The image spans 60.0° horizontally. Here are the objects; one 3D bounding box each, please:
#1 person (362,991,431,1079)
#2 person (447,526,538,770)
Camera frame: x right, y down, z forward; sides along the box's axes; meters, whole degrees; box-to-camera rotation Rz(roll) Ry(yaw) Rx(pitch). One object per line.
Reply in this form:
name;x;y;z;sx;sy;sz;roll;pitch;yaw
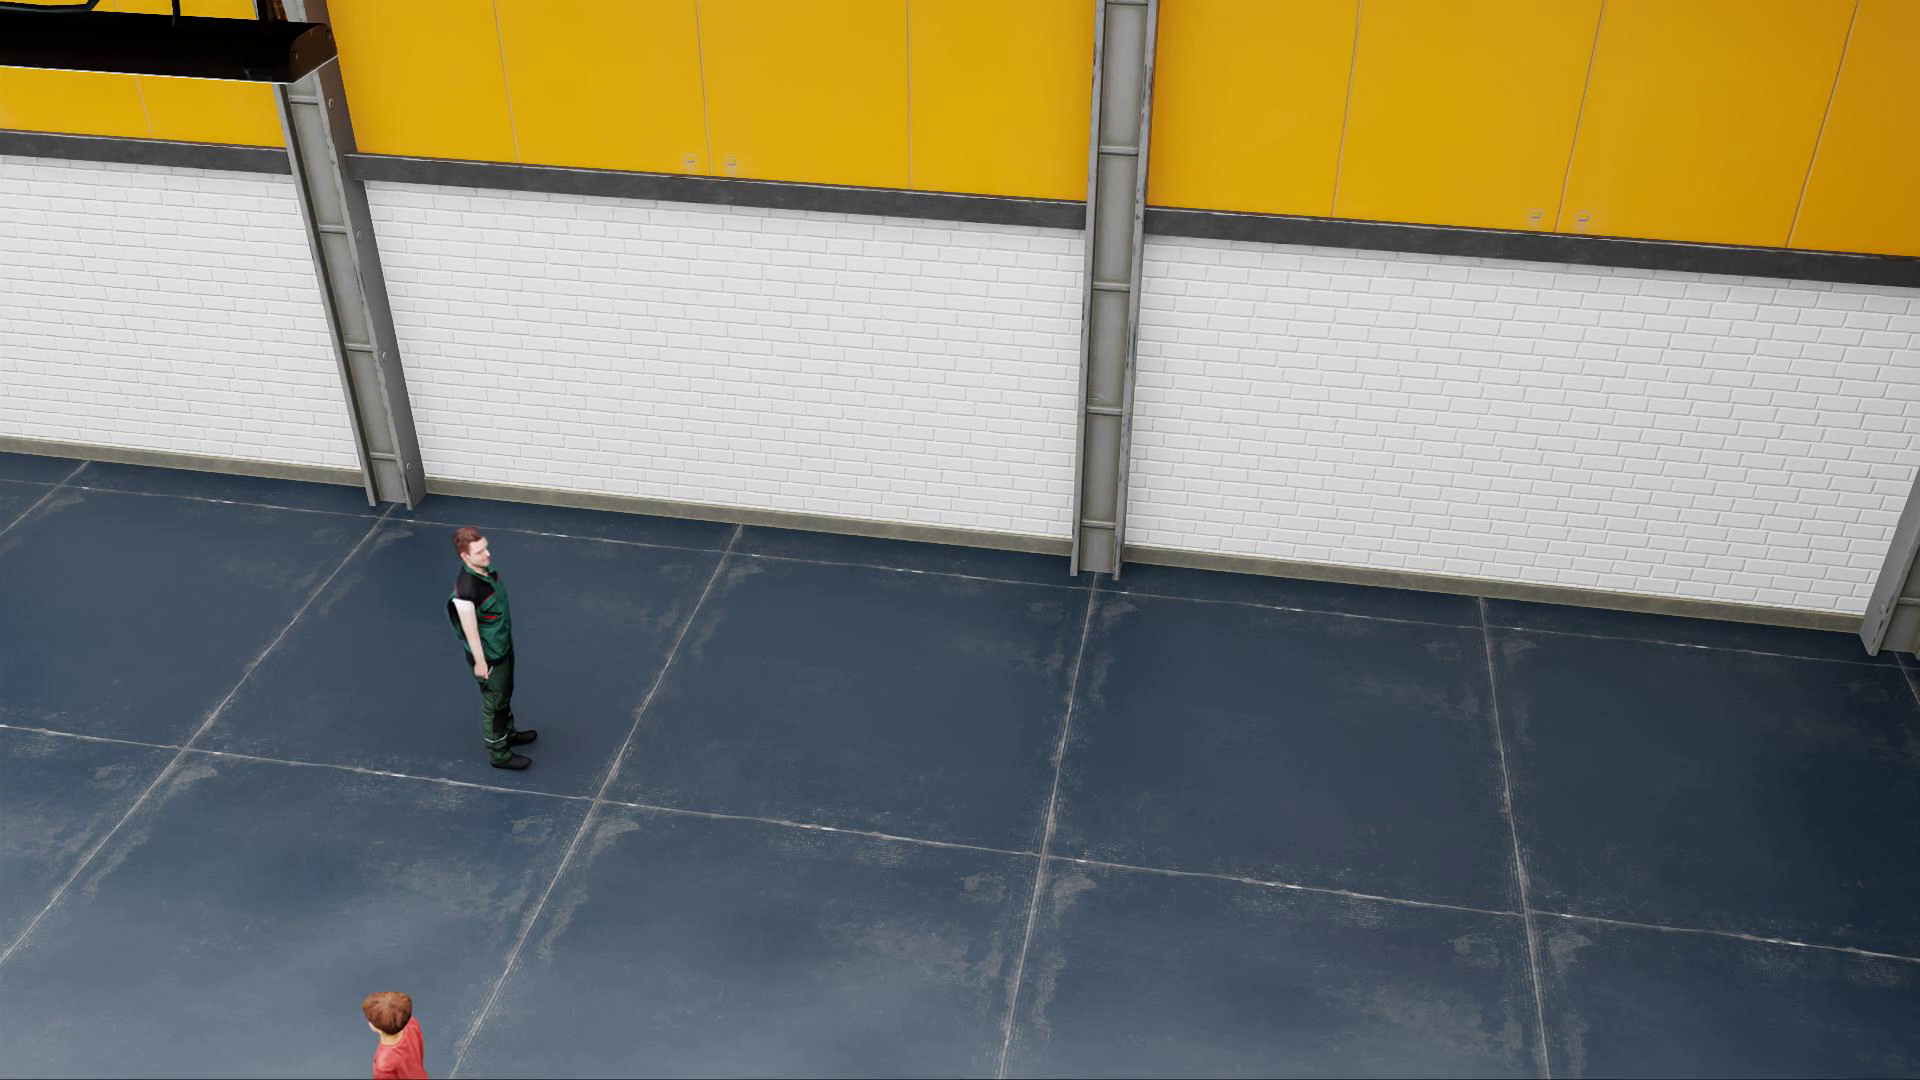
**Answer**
person;-2.736;2.763;8.264;0.486;1.416;0.518;5;34;7
person;-3.104;0.699;10.986;0.655;1.841;0.698;-2;34;-3
